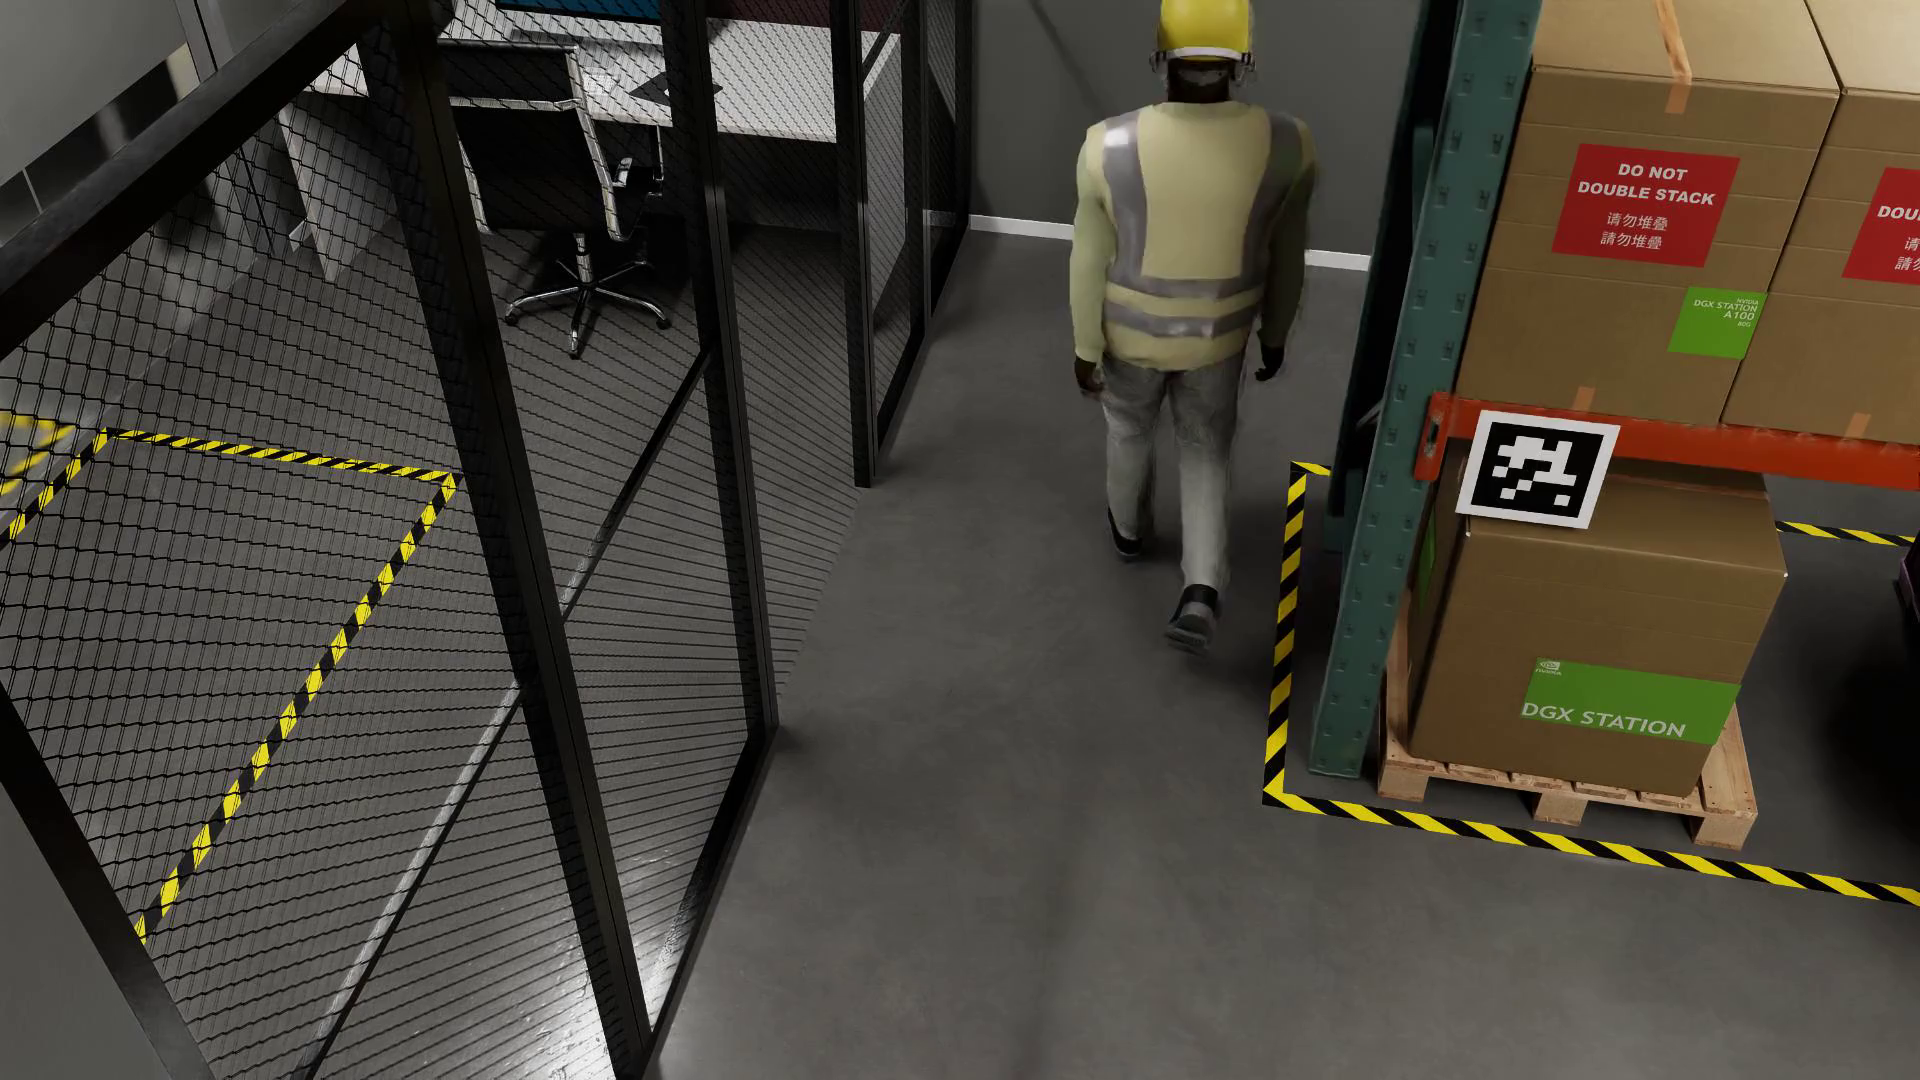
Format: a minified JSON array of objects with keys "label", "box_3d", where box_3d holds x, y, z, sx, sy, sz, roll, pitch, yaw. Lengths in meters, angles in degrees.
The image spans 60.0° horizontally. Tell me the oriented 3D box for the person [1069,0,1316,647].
[{"label":"person","box_3d":[0.566,-0.532,4.213,0.595,1.807,0.734,-1,41,-1]}]
